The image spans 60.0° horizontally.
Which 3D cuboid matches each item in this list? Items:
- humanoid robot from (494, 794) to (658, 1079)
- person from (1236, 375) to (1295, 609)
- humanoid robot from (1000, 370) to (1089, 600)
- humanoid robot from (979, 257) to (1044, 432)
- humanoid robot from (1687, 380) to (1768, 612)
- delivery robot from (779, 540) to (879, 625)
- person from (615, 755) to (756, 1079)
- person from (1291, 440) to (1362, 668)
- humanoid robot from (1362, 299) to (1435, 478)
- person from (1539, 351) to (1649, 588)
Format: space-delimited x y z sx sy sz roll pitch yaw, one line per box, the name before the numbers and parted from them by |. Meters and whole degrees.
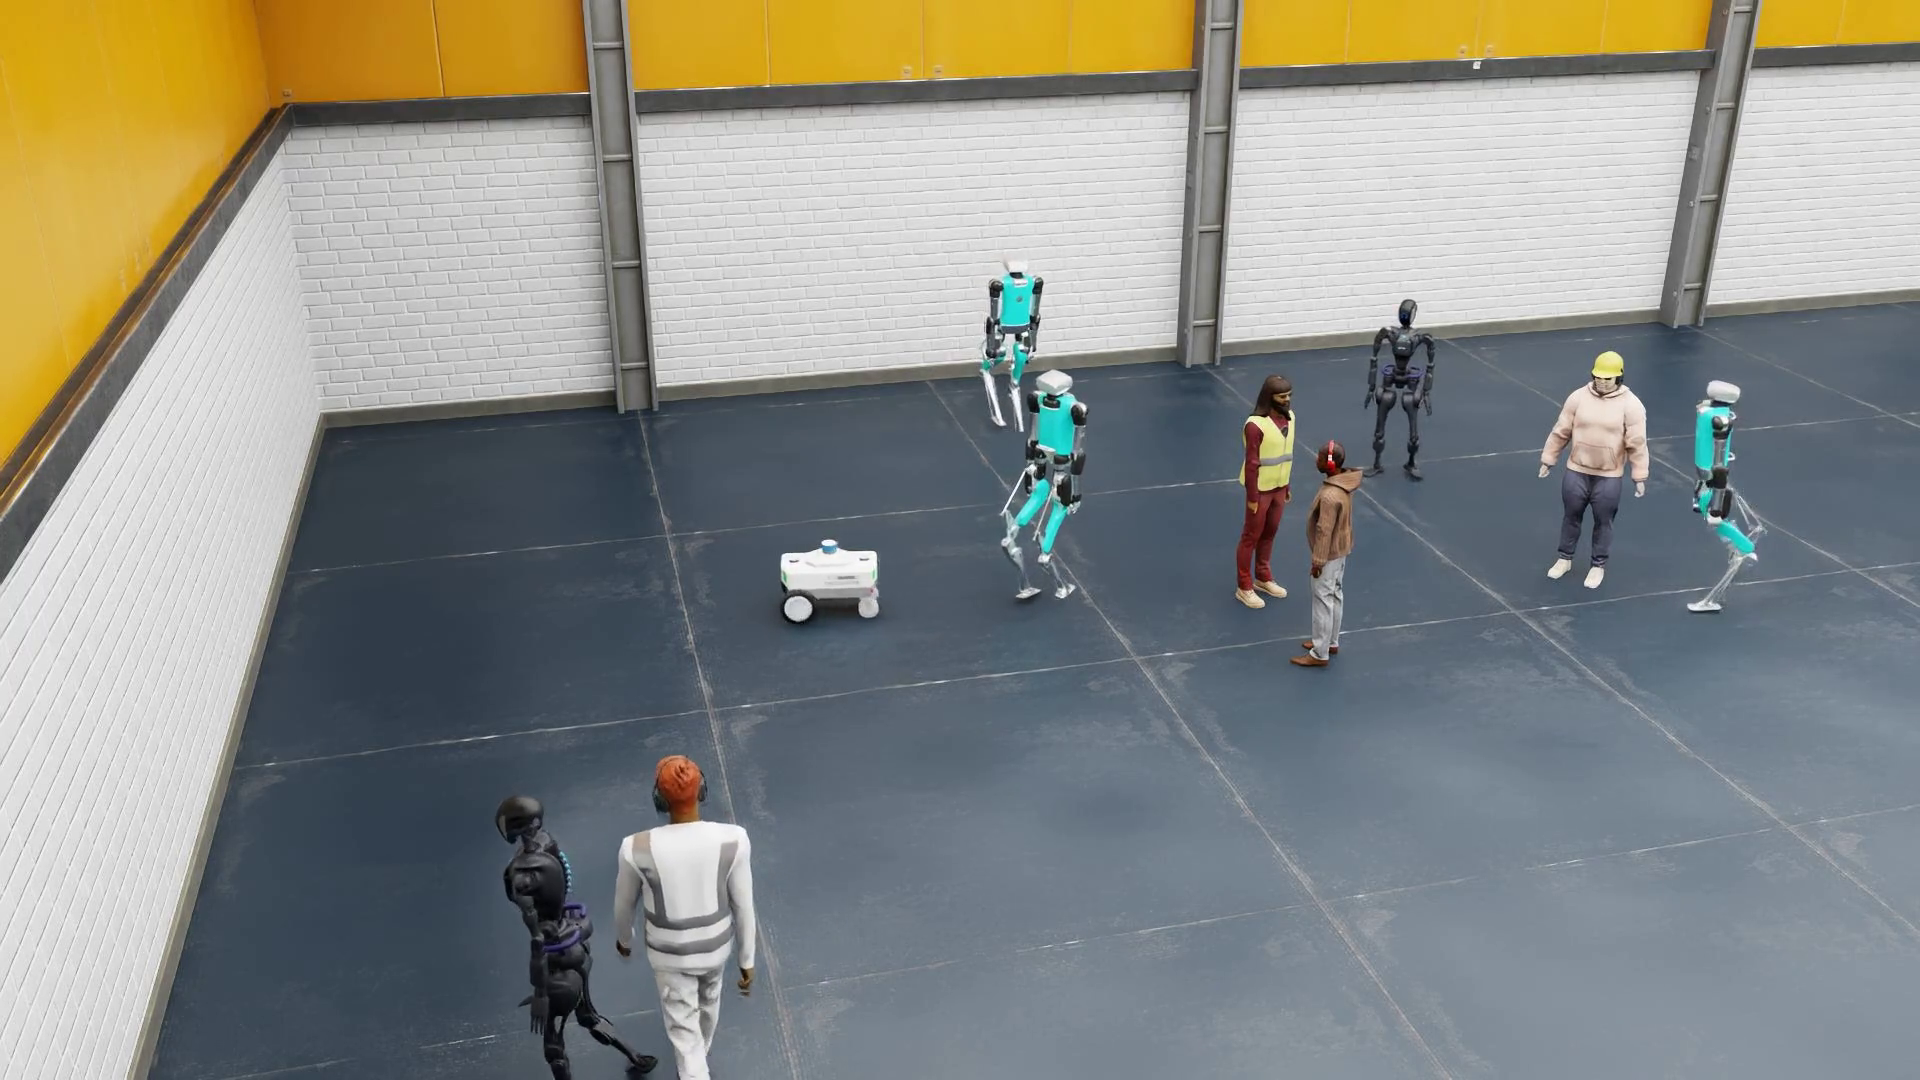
humanoid robot | -1.717 1.868 7.421 0.585 1.625 0.613 -1 24 -3
person | 2.272 -0.376 12.355 0.466 1.768 0.378 -20 30 -37
humanoid robot | 0.552 -0.328 12.279 0.530 1.781 0.764 20 31 38
humanoid robot | 0.415 -1.846 15.753 0.539 1.794 0.792 -9 25 -19
humanoid robot | 5.690 -0.259 12.196 0.785 1.844 0.545 3 24 7
delivery robot | -0.987 0.301 12.346 0.818 0.614 0.499 -2 24 -3
person | -1.185 1.815 7.311 0.589 1.836 1.020 -8 25 -17
person | 2.533 0.099 11.427 0.327 1.648 0.462 11 26 24
humanoid robot | 3.877 -1.337 14.643 0.590 1.640 0.382 8 25 17
person | 4.828 -0.551 12.647 0.787 1.859 0.436 15 28 31
